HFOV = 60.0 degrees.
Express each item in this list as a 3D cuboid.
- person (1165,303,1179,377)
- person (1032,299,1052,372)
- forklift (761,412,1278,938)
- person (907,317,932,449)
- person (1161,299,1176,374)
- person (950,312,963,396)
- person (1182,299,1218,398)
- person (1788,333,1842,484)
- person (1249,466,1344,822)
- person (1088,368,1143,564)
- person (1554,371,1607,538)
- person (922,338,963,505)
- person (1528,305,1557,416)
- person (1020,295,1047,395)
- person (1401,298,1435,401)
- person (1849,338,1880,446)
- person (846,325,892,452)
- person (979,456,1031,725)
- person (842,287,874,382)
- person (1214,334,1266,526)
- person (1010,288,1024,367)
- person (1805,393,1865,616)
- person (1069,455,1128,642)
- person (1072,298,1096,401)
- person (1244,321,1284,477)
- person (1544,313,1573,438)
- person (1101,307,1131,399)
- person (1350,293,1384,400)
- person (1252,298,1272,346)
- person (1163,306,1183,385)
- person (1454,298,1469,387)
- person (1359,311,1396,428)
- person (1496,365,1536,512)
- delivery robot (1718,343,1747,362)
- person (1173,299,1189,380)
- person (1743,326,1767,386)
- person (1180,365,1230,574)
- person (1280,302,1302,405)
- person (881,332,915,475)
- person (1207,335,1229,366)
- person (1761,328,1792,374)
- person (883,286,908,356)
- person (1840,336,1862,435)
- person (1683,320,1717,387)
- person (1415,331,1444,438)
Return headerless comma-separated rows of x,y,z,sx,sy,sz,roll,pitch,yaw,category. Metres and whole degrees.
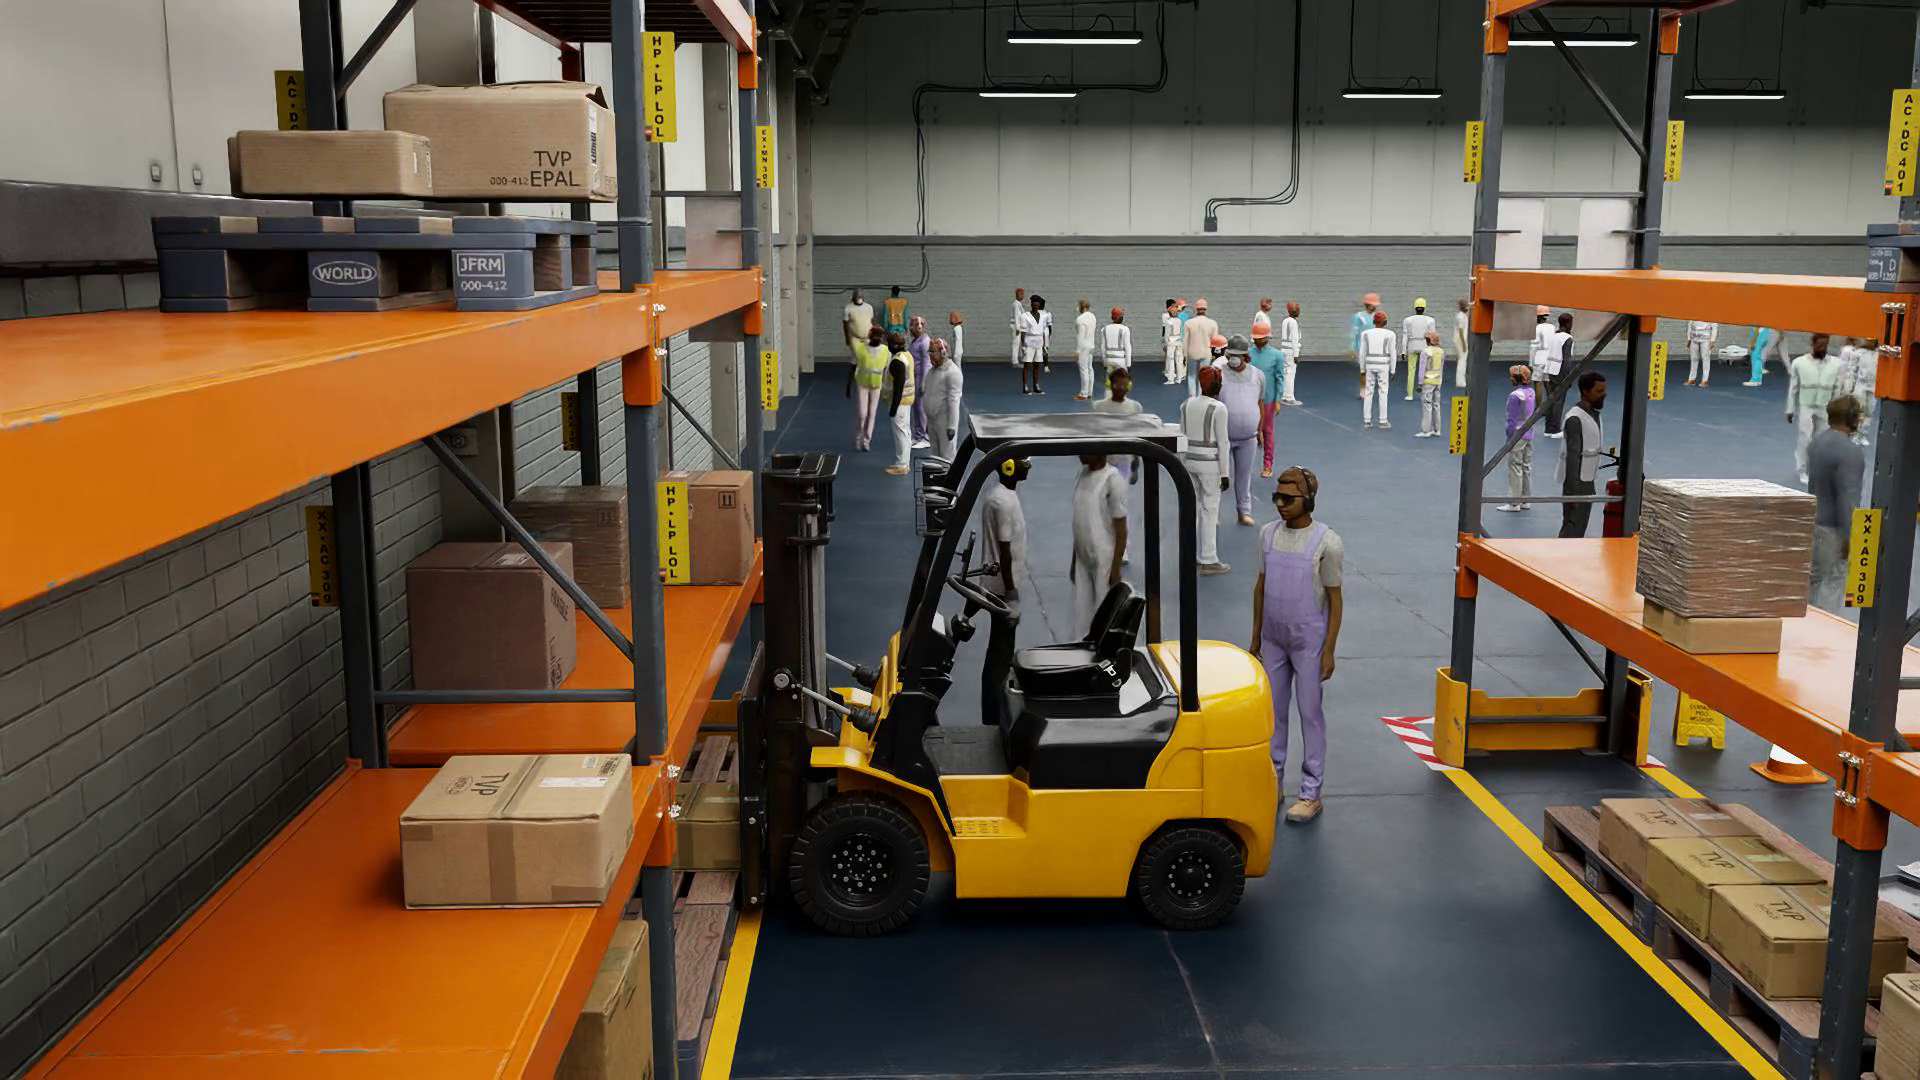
4.716,-4.427,36.888,0.280,1.627,0.499,3,11,14,person
1.843,-4.684,38.109,0.540,1.697,0.317,2,10,10,person
0.291,0.548,7.580,2.313,2.155,1.214,0,10,-2,forklift
-0.612,-2.284,24.158,0.408,1.909,0.638,-3,11,-17,person
4.768,-4.605,37.667,0.540,1.697,0.318,-7,12,-34,person
-0.078,-3.599,32.240,0.272,1.632,0.507,0,10,2,person
4.273,-3.293,29.602,0.637,1.959,0.832,1,10,5,person
10.607,-1.662,20.717,0.621,1.897,0.662,1,10,6,person
1.727,0.532,8.639,0.332,1.844,0.517,-10,14,-43,person
1.450,-0.718,15.709,0.535,1.827,0.960,0,10,1,person
5.222,-0.471,14.034,0.374,1.915,0.599,7,12,34,person
-0.225,-1.335,18.897,0.396,1.901,0.651,-5,12,-28,person
9.911,-3.044,28.362,0.548,1.925,0.410,-5,11,-28,person
1.442,-3.811,32.517,0.600,1.959,0.376,-7,12,-33,person
8.624,-3.581,31.322,0.595,1.925,0.374,2,10,9,person
13.309,-2.224,24.333,0.498,1.727,0.571,1,10,8,person
-1.289,-2.152,23.685,0.650,1.807,0.479,-3,11,-17,person
0.280,0.309,9.823,0.327,1.869,0.517,-1,10,-6,person
-2.153,-4.404,35.593,0.702,2.000,0.555,-5,11,-24,person
2.897,-1.152,17.479,0.676,2.000,0.536,-1,10,-6,person
1.375,-5.062,39.697,0.358,1.884,0.574,0,10,2,person
6.218,-0.071,11.856,0.341,1.921,0.737,1,10,4,person
0.884,0.143,10.831,0.377,1.845,0.513,-6,12,-30,person
2.330,-3.571,31.242,0.372,1.940,0.631,5,11,27,person
3.814,-1.792,21.198,0.608,1.986,0.389,6,12,31,person
9.162,-2.516,25.448,0.397,1.911,0.587,-1,10,-8,person
2.657,-2.989,28.154,0.574,1.882,0.356,8,13,39,person
7.706,-3.620,31.286,0.645,2.015,0.632,-5,11,-24,person
6.187,-4.036,34.106,0.390,1.840,0.564,5,11,24,person
4.459,-4.066,34.834,0.523,1.636,0.311,-9,13,-41,person
10.384,-4.065,34.299,0.370,1.842,0.533,4,11,23,person
6.714,-2.732,26.723,0.584,1.880,0.346,6,12,29,person
6.208,-1.124,18.471,0.311,1.632,0.516,9,14,42,person
18.597,-4.500,40.008,0.707,0.478,0.477,-6,12,-30,delivery robot
4.777,-4.357,36.129,0.330,1.750,0.573,5,11,24,person
16.564,-4.112,34.548,0.354,1.835,0.525,8,13,37,person
2.218,-0.638,15.048,0.337,1.882,0.583,-7,12,-34,person
6.082,-3.414,30.522,0.354,1.883,0.576,-2,10,-9,person
-0.803,-1.760,21.439,0.430,1.838,0.619,2,10,9,person
3.436,-1.857,22.206,0.328,1.752,0.563,4,11,22,person
18.537,-4.761,37.581,1.009,2.000,0.698,6,12,31,person
-1.572,-5.244,40.665,0.626,1.907,0.409,-2,10,-10,person
13.734,-2.420,25.709,0.369,1.627,0.531,7,12,34,person
15.320,-4.141,34.391,0.395,1.943,0.617,-7,12,-33,person
7.213,-2.383,25.489,0.521,1.632,0.315,-8,13,-38,person
